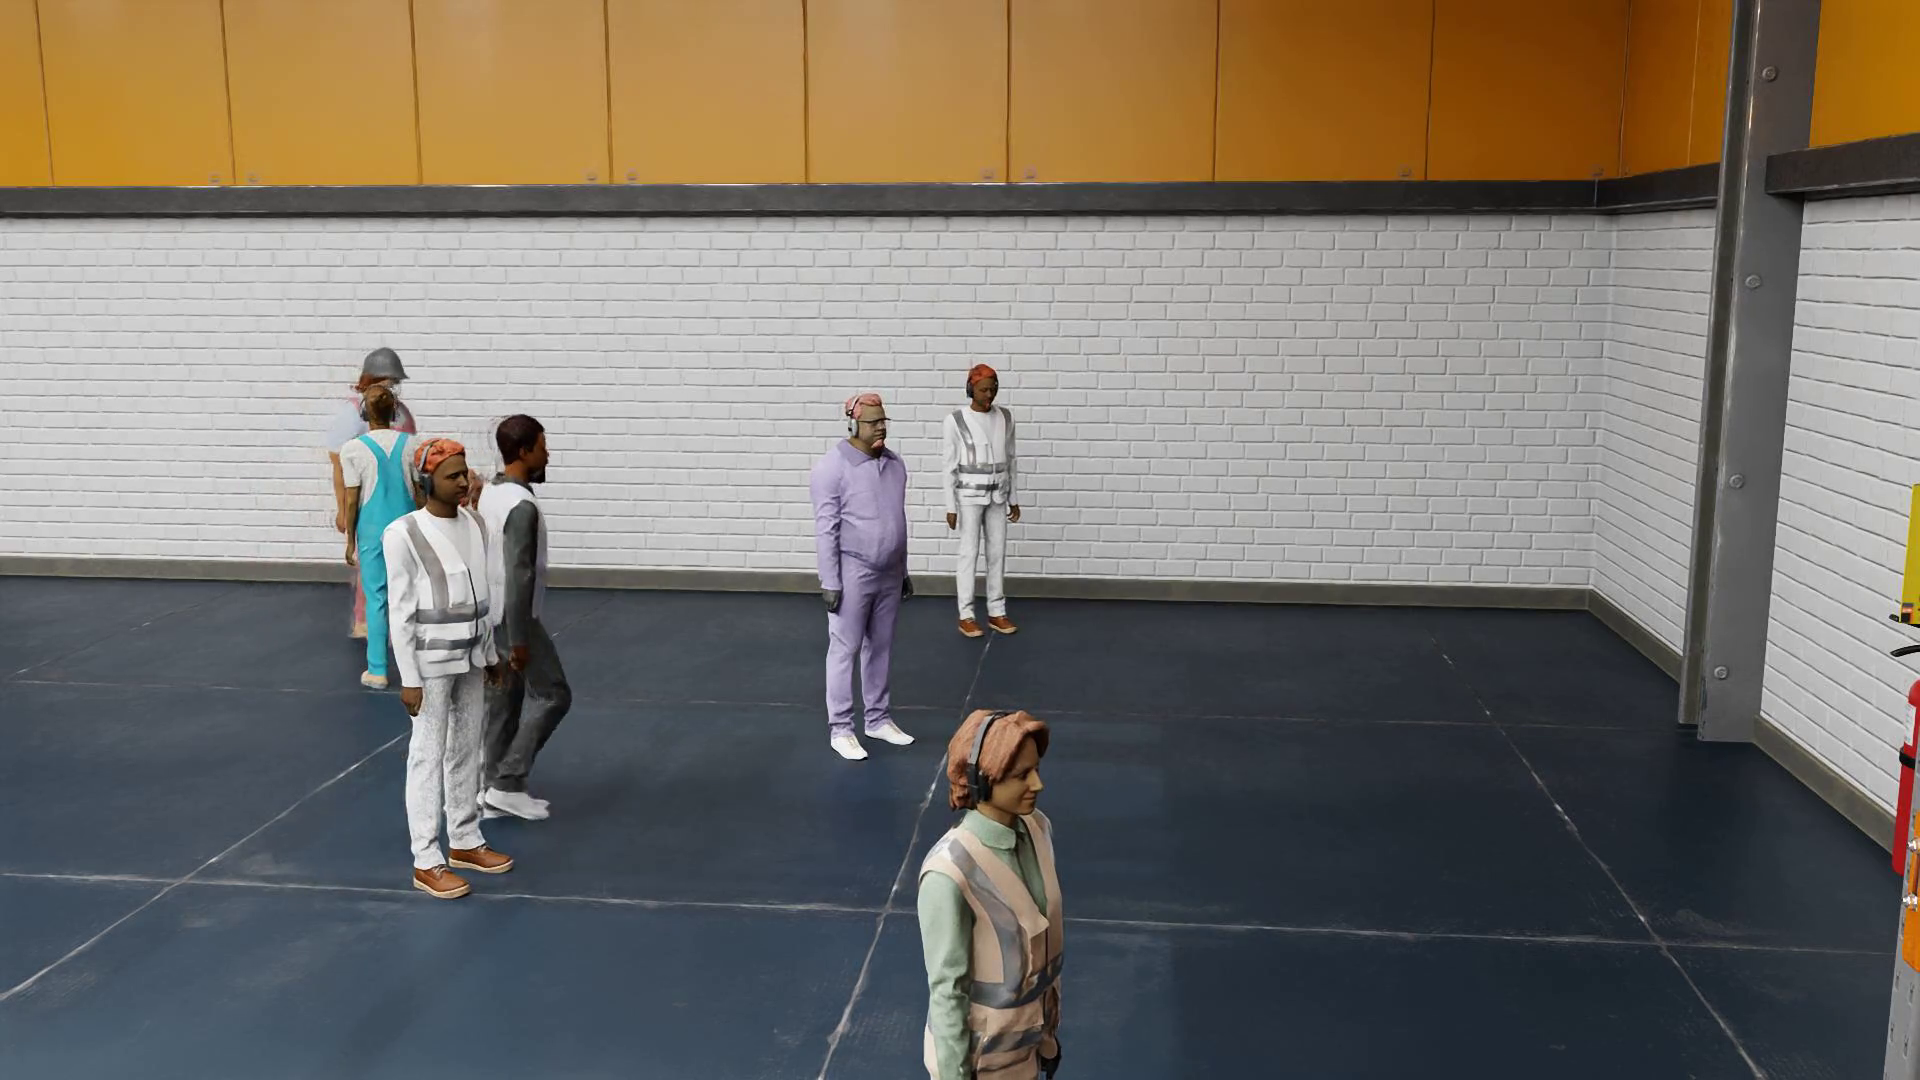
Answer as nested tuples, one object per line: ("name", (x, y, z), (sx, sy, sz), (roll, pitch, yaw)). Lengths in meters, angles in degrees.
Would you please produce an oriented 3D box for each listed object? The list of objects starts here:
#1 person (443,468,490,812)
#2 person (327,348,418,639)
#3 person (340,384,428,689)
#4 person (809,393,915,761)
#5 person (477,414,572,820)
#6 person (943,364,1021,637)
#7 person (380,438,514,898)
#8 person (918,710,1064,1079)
("person", (-2.335, 0.464, 7.901), (0.308, 1.641, 0.514), (-2, 10, -11))
("person", (-3.758, -0.293, 11.092), (0.954, 2.000, 0.708), (3, 10, 15))
("person", (-3.477, -0.021, 10.093), (0.507, 1.846, 0.344), (-7, 12, -35))
("person", (-0.480, 0.182, 8.753), (0.409, 1.909, 0.641), (8, 13, 40))
("person", (-2.051, 0.374, 7.682), (0.449, 1.905, 0.600), (-6, 12, -32))
("person", (0.150, -0.268, 11.433), (0.589, 1.875, 0.372), (-6, 12, -32))
("person", (-2.118, 0.517, 6.906), (0.355, 1.883, 0.573), (4, 11, 22))
("person", (0.074, 1.182, 3.792), (0.308, 1.641, 0.514), (5, 11, 26))
